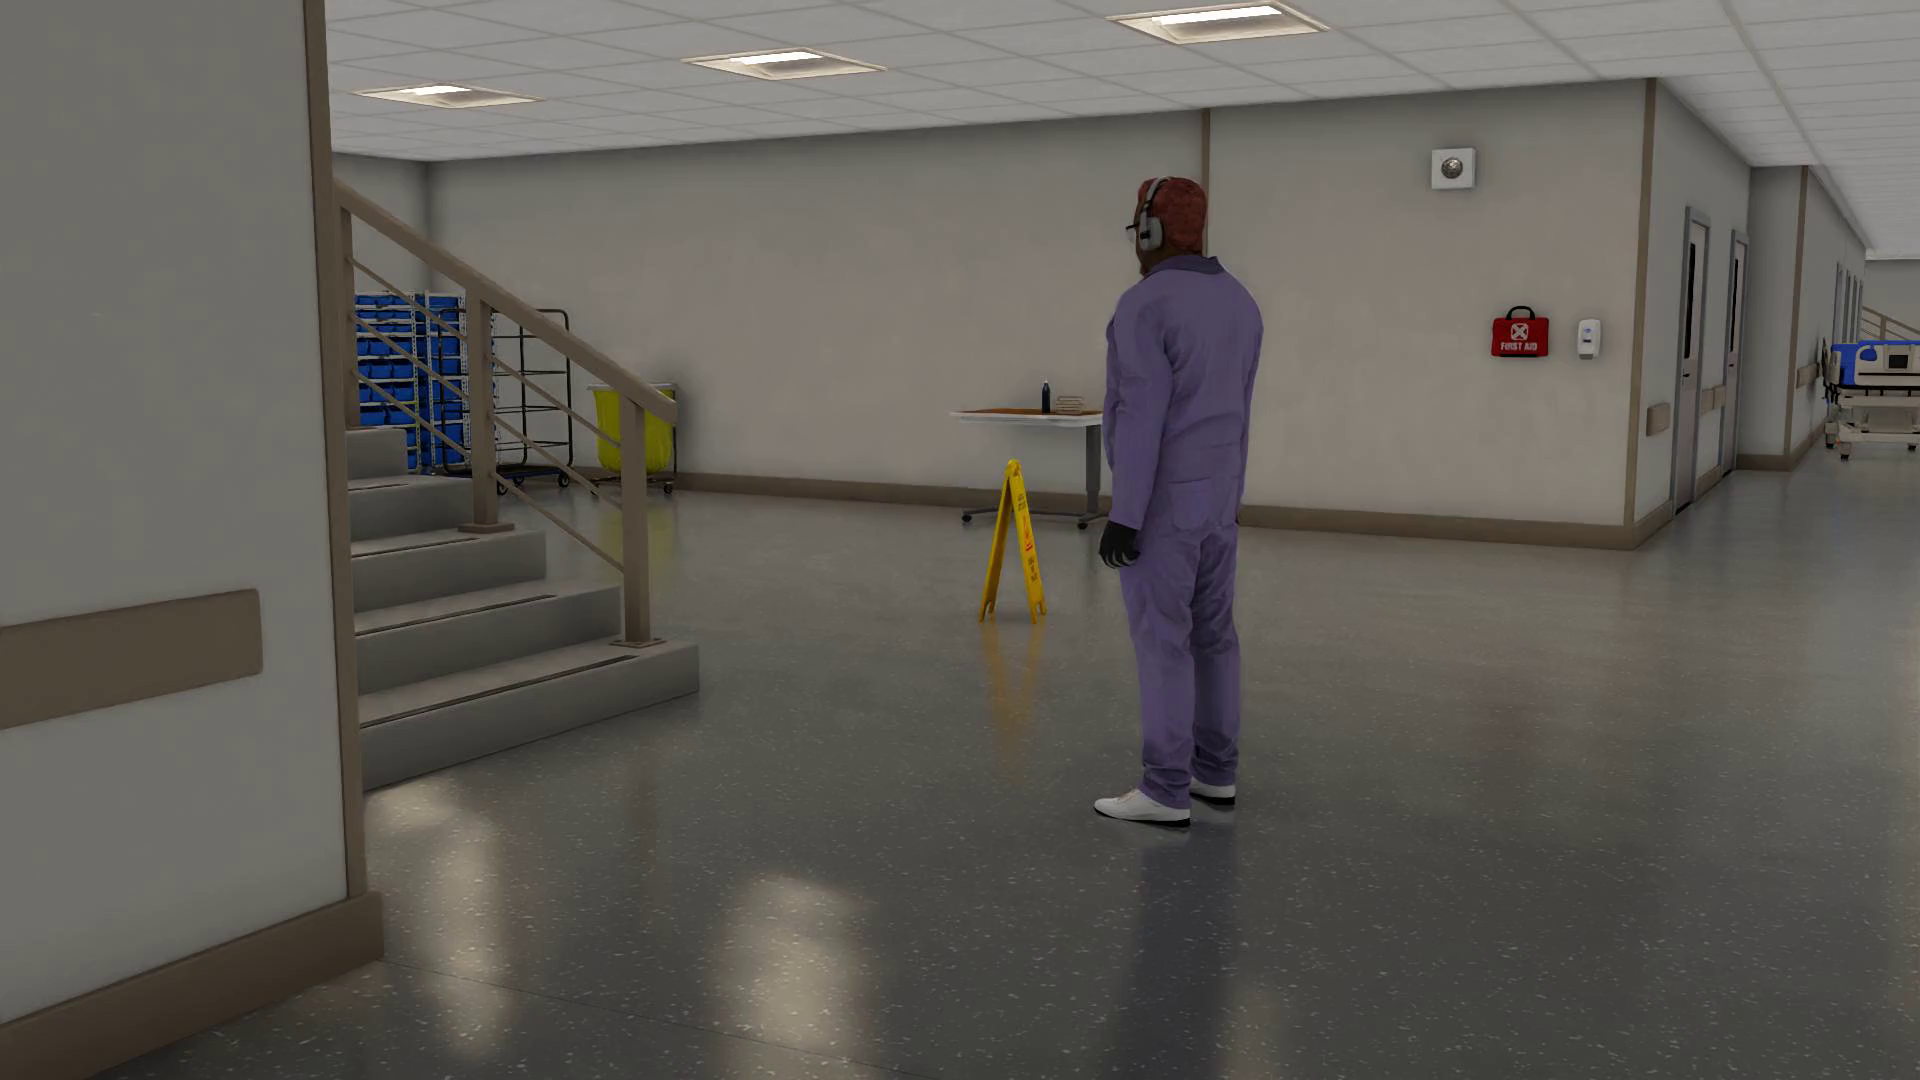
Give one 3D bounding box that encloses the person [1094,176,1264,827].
[{"bbox_3d":[0.620,-0.114,4.954,0.402,1.904,0.652,6,10,40],"label":"person"}]
